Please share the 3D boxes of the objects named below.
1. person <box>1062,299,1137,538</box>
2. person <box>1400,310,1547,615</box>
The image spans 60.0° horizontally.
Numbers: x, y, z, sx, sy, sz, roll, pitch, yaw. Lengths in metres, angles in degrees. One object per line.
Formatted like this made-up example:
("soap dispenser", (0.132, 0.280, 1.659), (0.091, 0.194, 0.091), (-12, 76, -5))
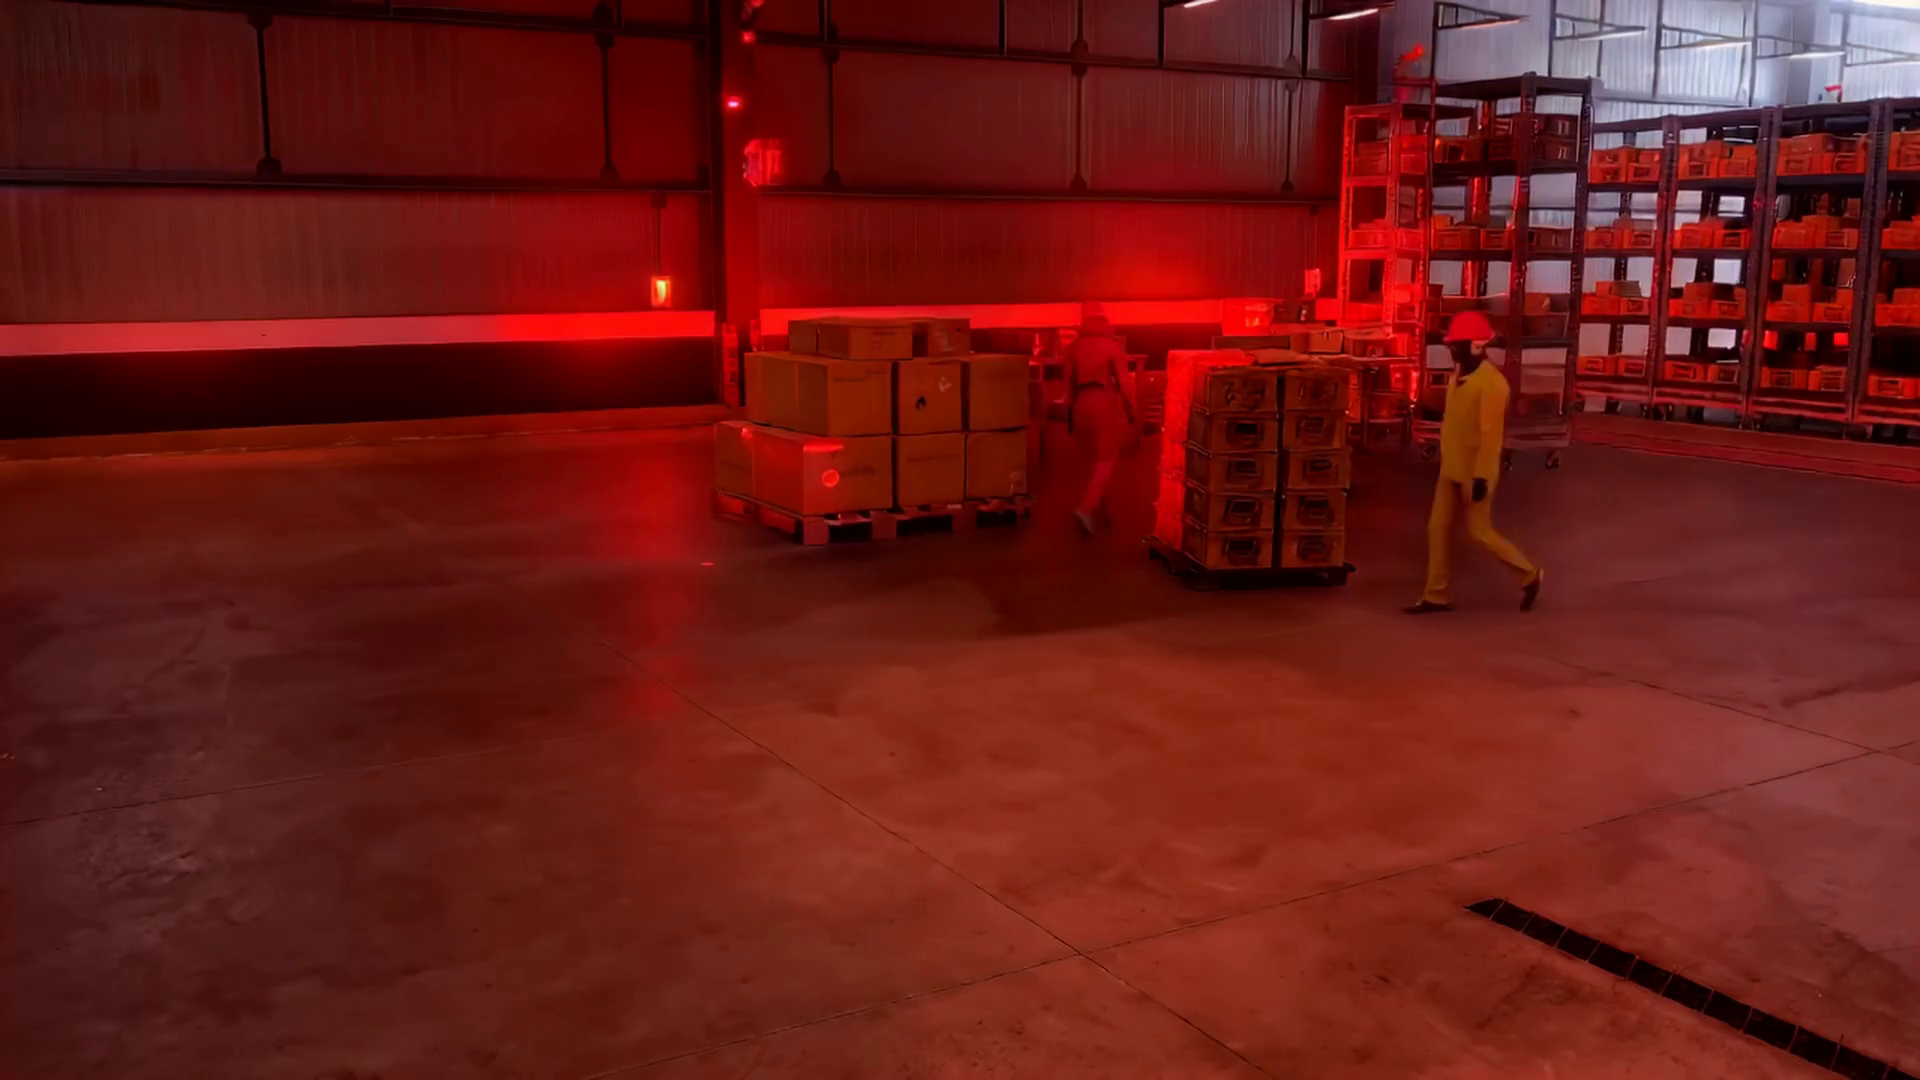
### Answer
("person", (0.950, -0.865, 11.926), (0.565, 1.698, 0.699), (4, 11, 23))
("person", (2.899, -0.414, 9.277), (0.723, 1.726, 0.566), (-2, 10, -11))
